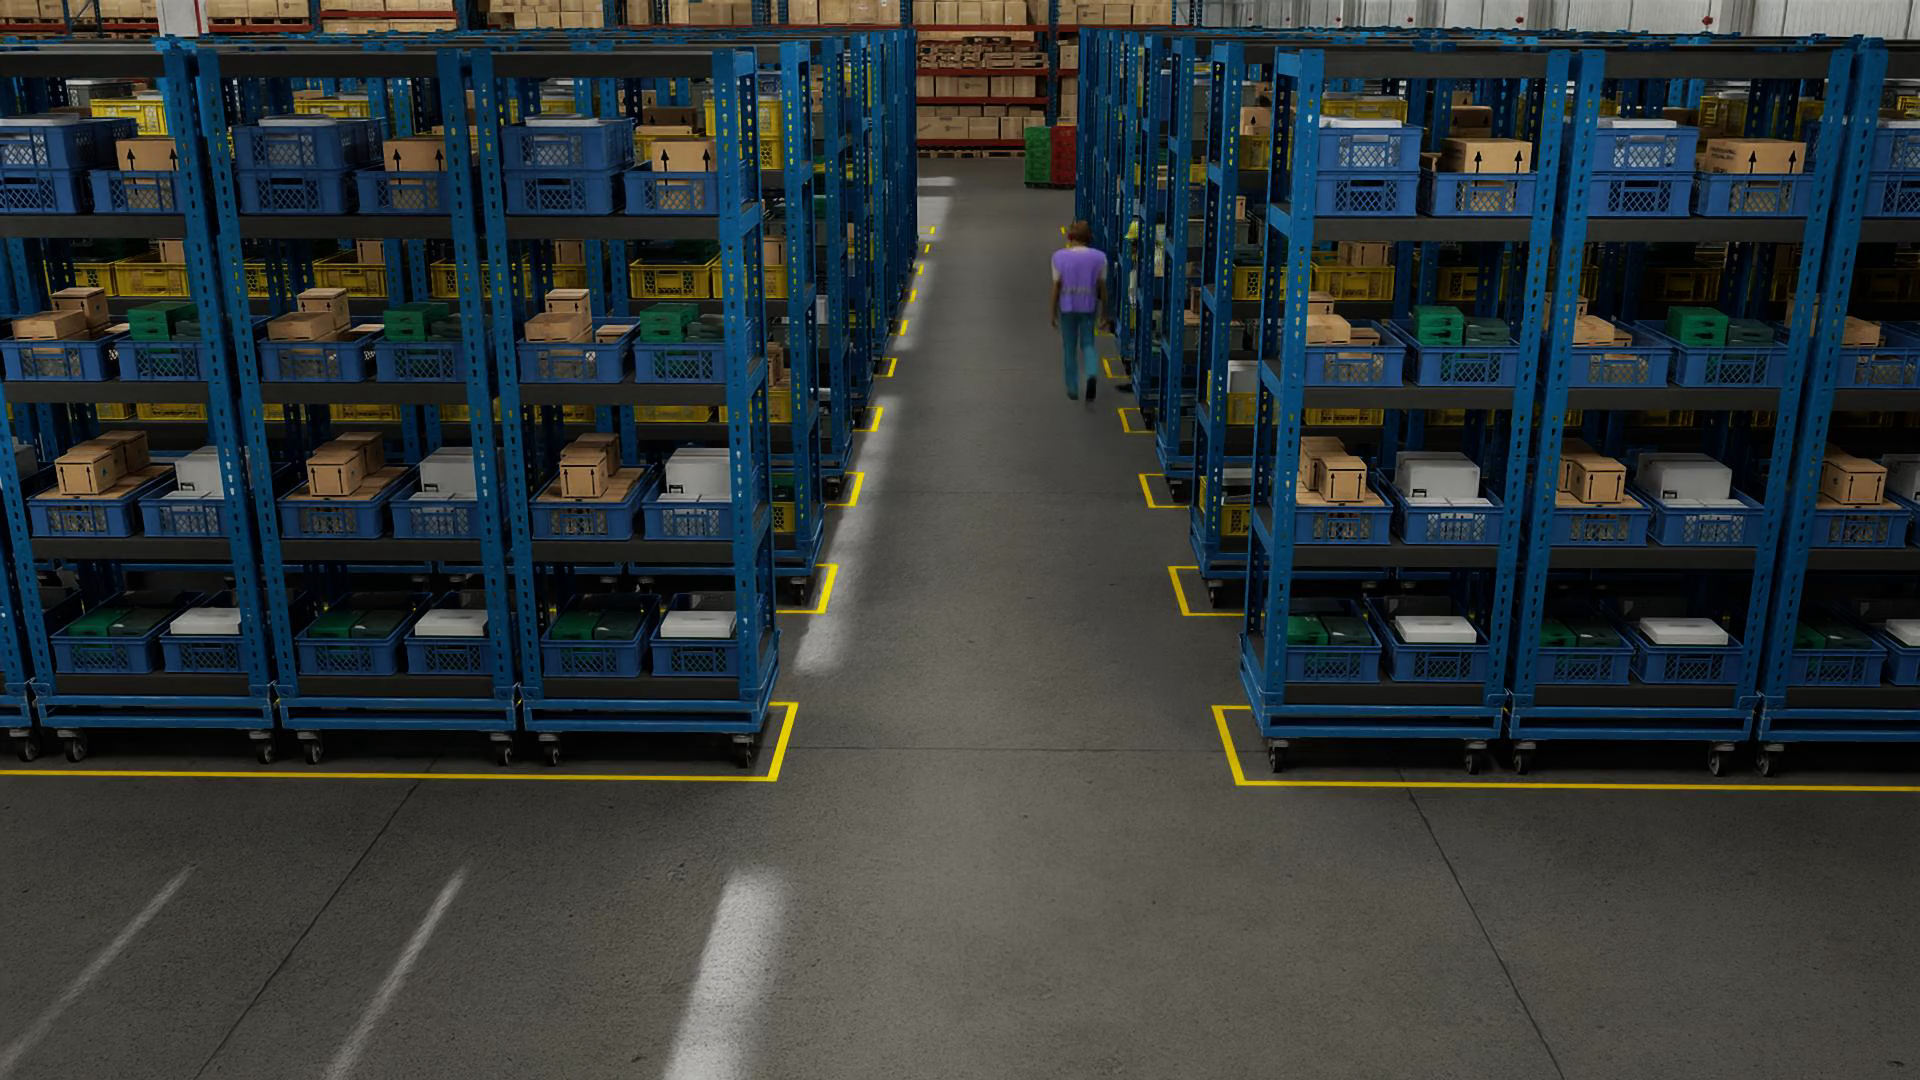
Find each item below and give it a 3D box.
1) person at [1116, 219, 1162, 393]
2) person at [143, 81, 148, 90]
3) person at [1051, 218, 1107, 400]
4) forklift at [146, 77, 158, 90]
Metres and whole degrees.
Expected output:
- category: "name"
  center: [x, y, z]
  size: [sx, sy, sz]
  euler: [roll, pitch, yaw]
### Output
- category: "person"
  center: [1.983, -2.391, 17.060]
  size: [0.679, 1.801, 0.616]
  euler: [1, 17, 5]
- category: "person"
  center: [-25.997, -13.765, 53.268]
  size: [0.430, 1.812, 0.759]
  euler: [-3, 18, -10]
- category: "person"
  center: [1.188, -2.285, 16.660]
  size: [0.566, 1.825, 0.495]
  euler: [-1, 17, -4]
- category: "forklift"
  center: [-21.025, -11.362, 43.850]
  size: [1.873, 2.768, 1.129]
  euler: [0, 17, 1]
